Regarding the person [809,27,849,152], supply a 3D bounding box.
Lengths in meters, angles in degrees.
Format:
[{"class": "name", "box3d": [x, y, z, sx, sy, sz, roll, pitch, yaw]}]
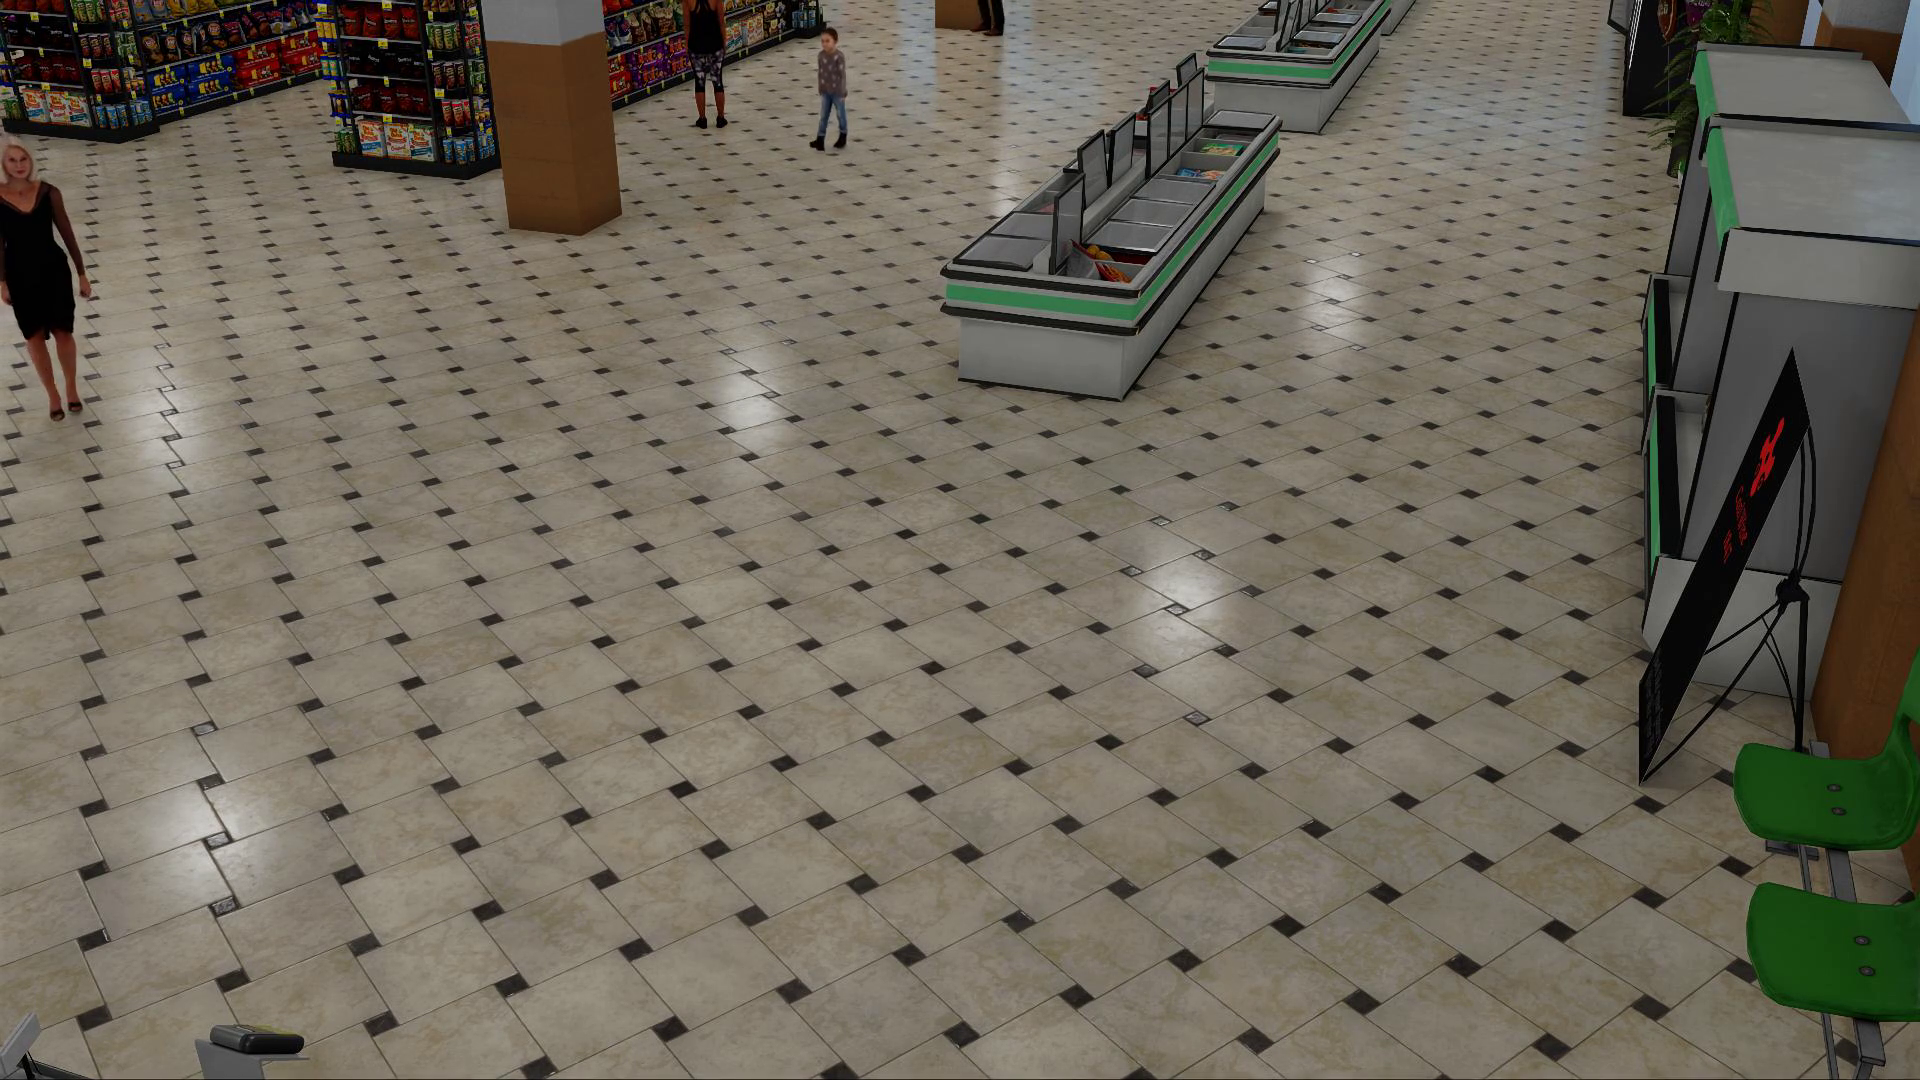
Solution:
[{"class": "person", "box3d": [-1.215, -4.420, 16.330, 0.545, 1.168, 0.801, 12, 29, 23]}]

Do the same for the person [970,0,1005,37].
[{"class": "person", "box3d": [0.433, -7.472, 21.687, 0.908, 1.766, 0.825, -3, 27, -6]}]

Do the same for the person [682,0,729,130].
[{"class": "person", "box3d": [-2.617, -5.090, 17.107, 0.656, 1.660, 0.671, -5, 27, -10]}]

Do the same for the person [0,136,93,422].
[{"class": "person", "box3d": [-5.630, -1.613, 10.170, 0.739, 1.733, 0.816, -15, 31, -28]}]
